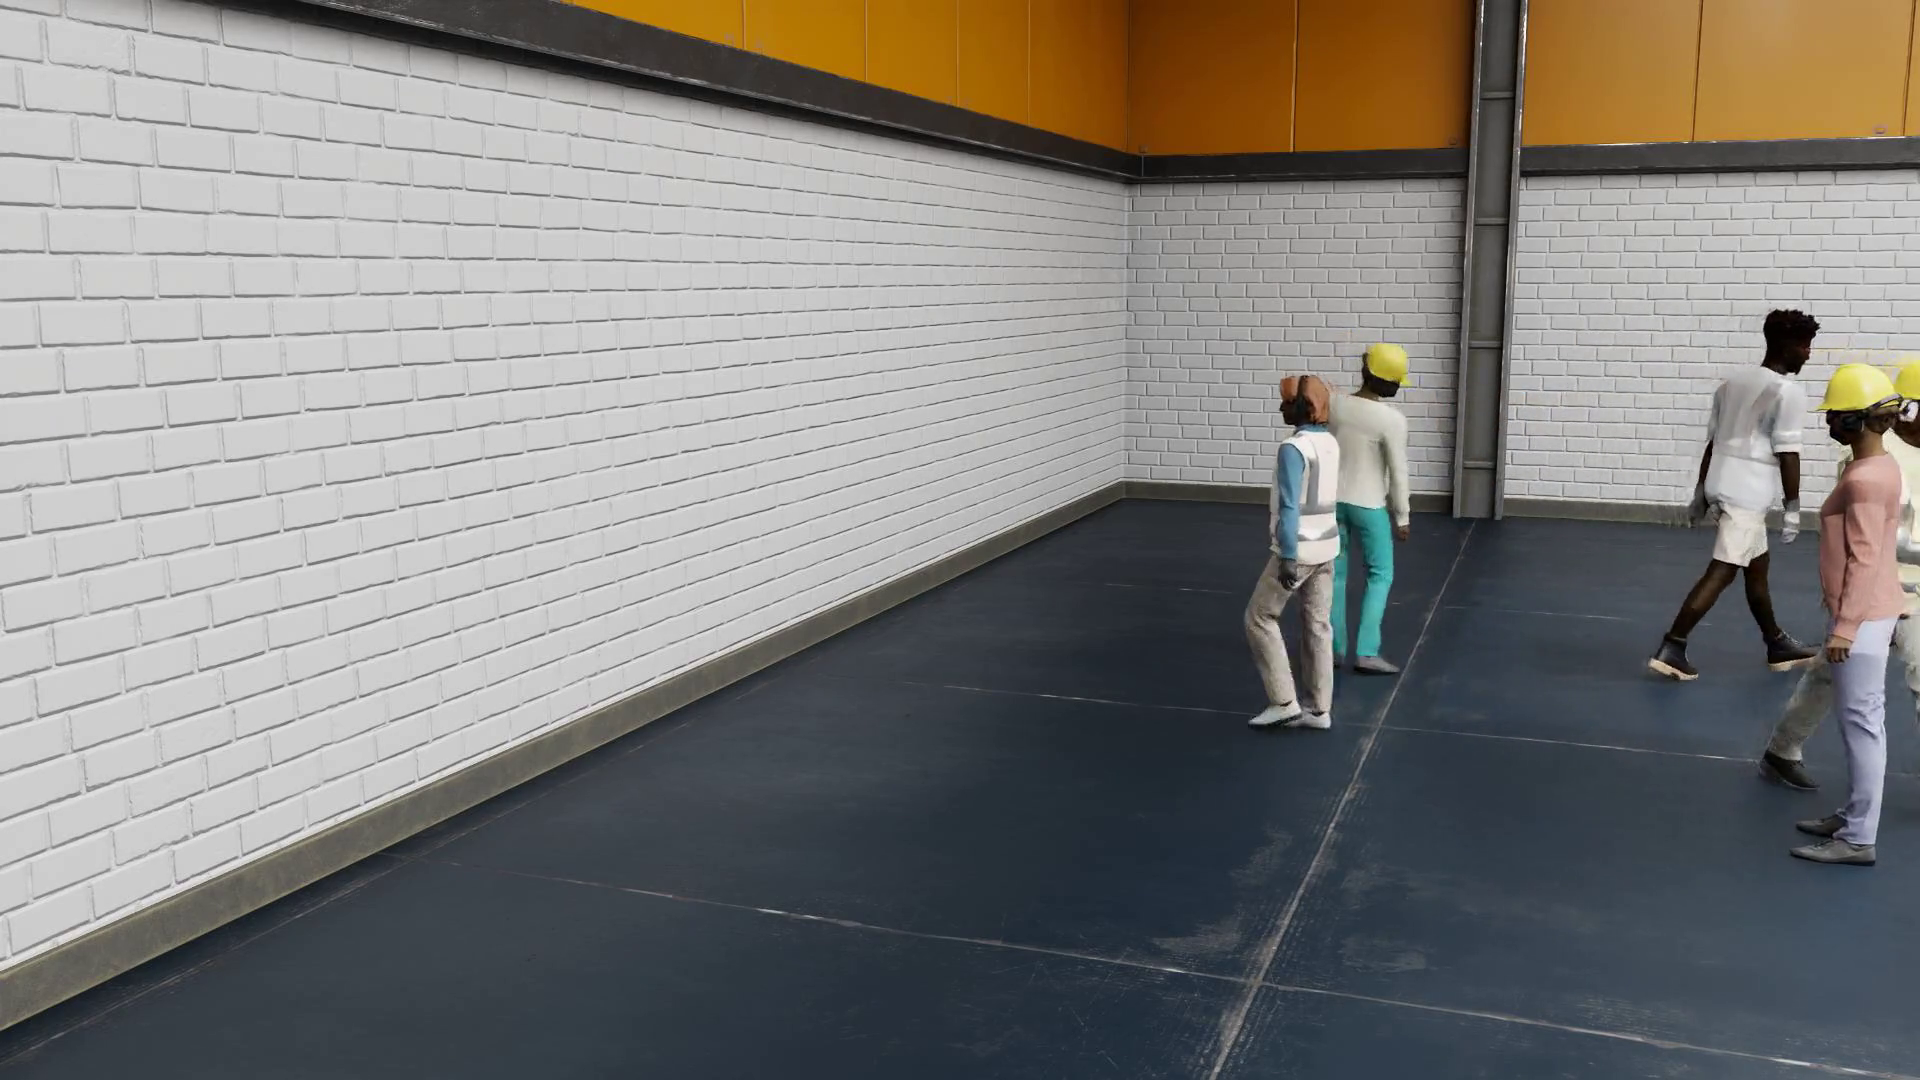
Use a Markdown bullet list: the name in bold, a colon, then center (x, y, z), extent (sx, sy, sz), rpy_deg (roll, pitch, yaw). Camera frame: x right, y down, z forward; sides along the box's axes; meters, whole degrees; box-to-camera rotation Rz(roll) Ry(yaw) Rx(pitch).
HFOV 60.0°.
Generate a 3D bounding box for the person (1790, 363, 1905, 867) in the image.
- **person**: center (3.140, 0.264, 5.868), extent (0.329, 1.765, 0.526), rpy_deg (6, 11, 33)

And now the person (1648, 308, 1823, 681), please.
- **person**: center (3.996, -0.223, 8.501), extent (1.031, 1.903, 0.655), rpy_deg (-1, 9, -4)

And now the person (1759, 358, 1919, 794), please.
- **person**: center (3.563, 0.179, 6.376), extent (0.588, 1.780, 0.976), rpy_deg (-4, 10, -22)

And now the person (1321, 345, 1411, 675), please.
- **person**: center (2.063, -0.151, 8.646), extent (0.601, 1.721, 0.347), rpy_deg (7, 12, 39)

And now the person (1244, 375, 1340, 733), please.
- **person**: center (1.504, 0.065, 7.531), extent (0.472, 1.621, 0.549), rpy_deg (7, 11, 36)
